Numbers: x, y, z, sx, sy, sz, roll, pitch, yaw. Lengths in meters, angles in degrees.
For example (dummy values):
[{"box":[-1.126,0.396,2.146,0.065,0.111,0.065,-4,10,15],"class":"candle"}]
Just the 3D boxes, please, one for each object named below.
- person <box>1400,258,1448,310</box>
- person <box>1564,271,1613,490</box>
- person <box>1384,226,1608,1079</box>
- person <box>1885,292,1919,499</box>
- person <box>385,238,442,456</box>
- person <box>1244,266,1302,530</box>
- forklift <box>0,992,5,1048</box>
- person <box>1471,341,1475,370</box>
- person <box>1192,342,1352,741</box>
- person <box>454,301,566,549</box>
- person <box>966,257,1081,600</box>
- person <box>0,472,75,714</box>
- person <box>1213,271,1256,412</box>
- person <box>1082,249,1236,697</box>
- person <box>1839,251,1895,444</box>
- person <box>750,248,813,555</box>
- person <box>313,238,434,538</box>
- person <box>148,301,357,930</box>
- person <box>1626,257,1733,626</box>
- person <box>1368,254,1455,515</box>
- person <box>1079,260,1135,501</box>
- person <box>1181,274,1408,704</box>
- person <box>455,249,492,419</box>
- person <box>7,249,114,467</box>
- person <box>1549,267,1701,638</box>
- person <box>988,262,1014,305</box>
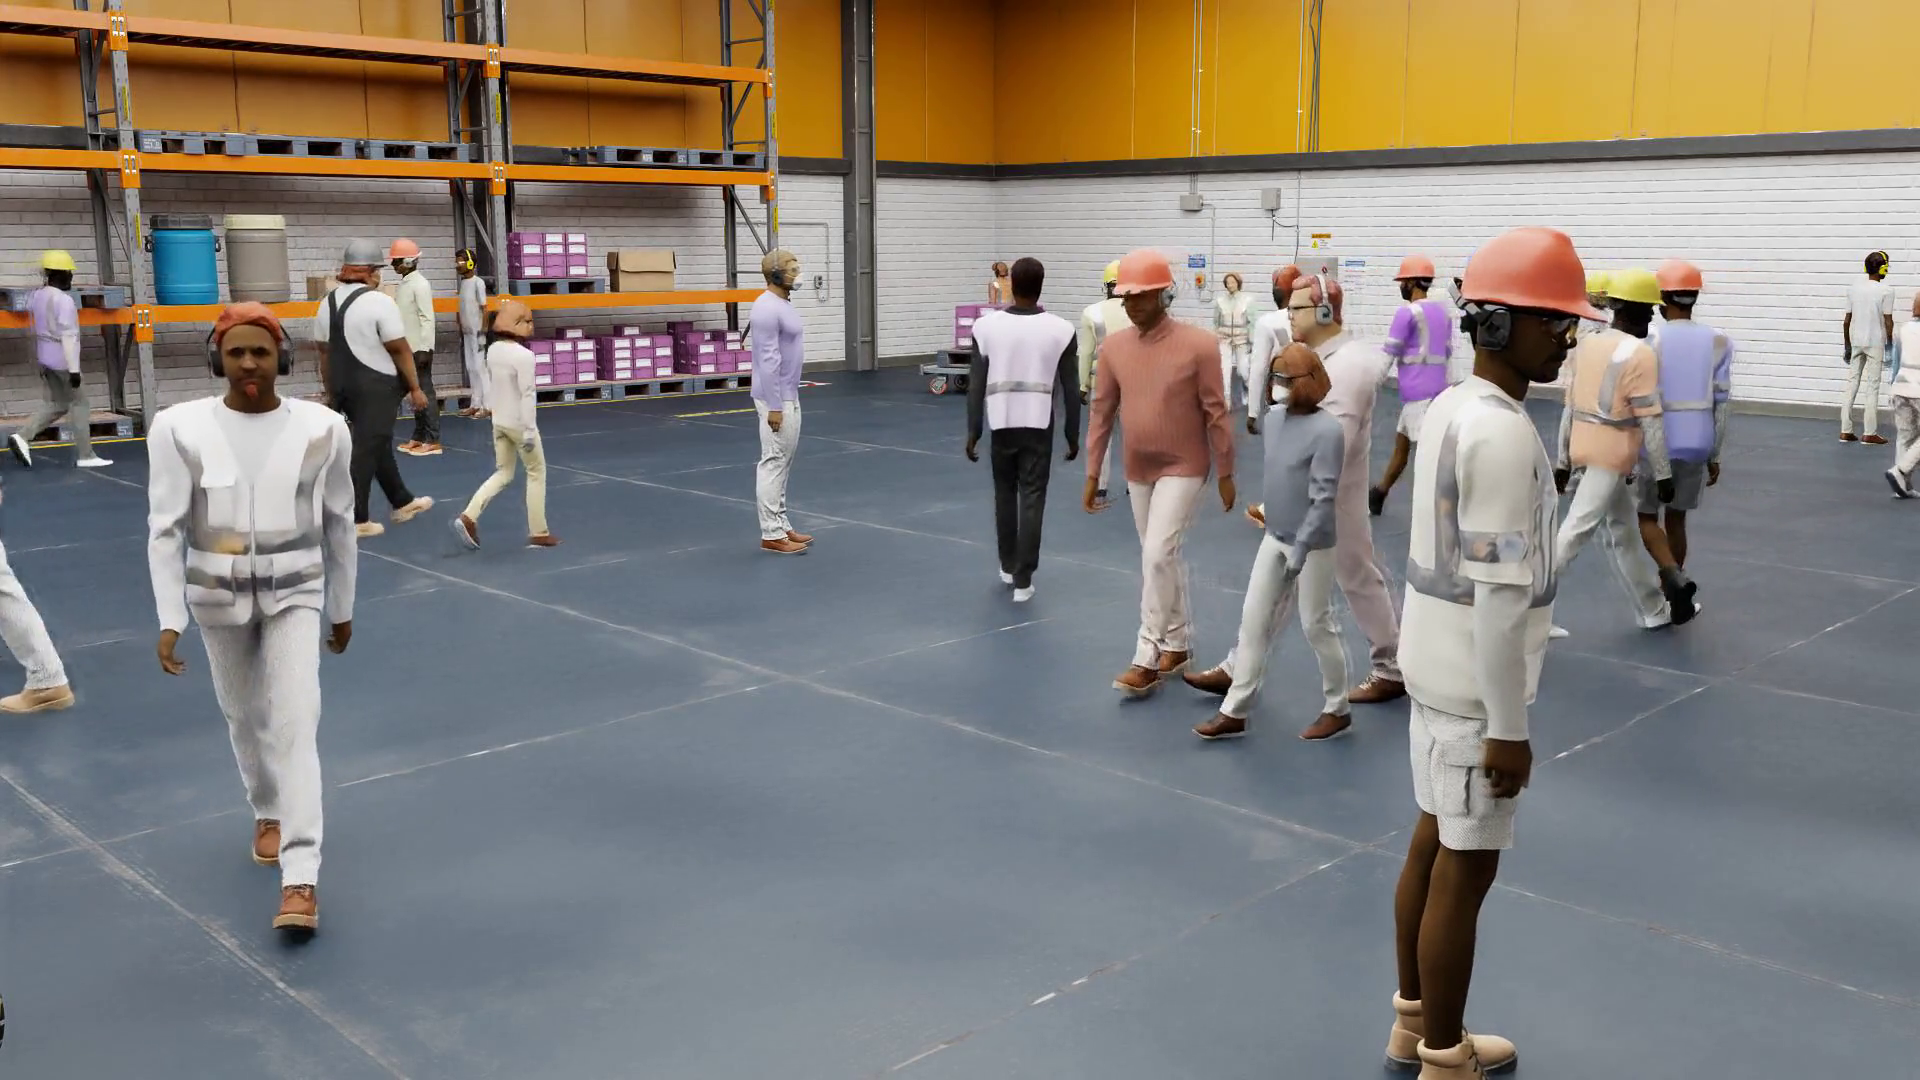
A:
[{"box":[5.153,-2.242,18.521,0.522,1.769,0.311,3,11,15],"class":"person"},{"box":[4.967,-1.228,13.050,0.288,1.746,0.487,-3,11,-16],"class":"person"},{"box":[1.202,0.322,3.793,0.394,2.040,0.609,1,10,7],"class":"person"},{"box":[7.243,-1.094,12.637,0.436,1.628,0.518,-4,11,-19],"class":"person"},{"box":[-5.050,-1.777,15.366,0.396,1.990,0.621,-7,12,-33],"class":"person"},{"box":[2.197,-0.895,11.040,0.594,1.820,1.015,-5,11,-24],"class":"person"},{"box":[-3.245,0.323,3.363,2.313,2.155,1.214,2,11,13],"class":"forklift"},{"box":[4.923,-1.696,15.119,0.689,1.924,0.618,-1,10,-4],"class":"person"},{"box":[1.316,0.026,6.572,0.629,1.608,0.521,-5,12,-25],"class":"person"},{"box":[-2.913,-0.716,10.642,0.504,1.616,0.683,9,13,39],"class":"person"},{"box":[0.375,-0.646,9.457,0.631,1.888,0.839,1,10,8],"class":"person"},{"box":[-4.249,-0.114,6.860,0.977,1.784,0.642,-6,12,-29],"class":"person"},{"box":[3.148,-2.265,19.038,0.513,1.619,0.601,4,11,20],"class":"person"},{"box":[0.827,-0.293,7.364,0.648,1.953,0.849,9,14,41],"class":"person"},{"box":[8.849,-1.867,16.192,0.328,1.872,0.514,-6,12,-29],"class":"person"},{"box":[-1.143,-0.880,10.622,0.369,1.940,0.631,1,10,4],"class":"person"},{"box":[-3.929,-1.067,11.365,0.693,2.000,0.971,8,13,36],"class":"person"},{"box":[-2.122,0.200,5.055,0.570,1.831,1.010,-4,11,-19],"class":"person"},{"box":[3.653,-0.467,8.455,0.556,1.920,0.692,0,10,1],"class":"person"},{"box":[3.134,-1.042,11.651,1.003,1.880,0.560,10,14,43],"class":"person"},{"box":[1.185,-1.209,12.702,0.603,1.830,0.404,-2,11,-10],"class":"person"},{"box":[1.512,-0.197,7.122,1.004,1.852,0.661,-2,11,-9],"class":"person"},{"box":[-5.398,-2.270,18.416,0.311,1.860,0.530,-9,14,-41],"class":"person"},{"box":[-7.831,-1.546,14.358,0.591,1.907,0.730,8,13,38],"class":"person"},{"box":[3.273,-0.422,8.332,1.057,1.865,0.588,-1,10,-5],"class":"person"},{"box":[0.606,-3.264,24.449,0.511,1.637,0.307,-10,14,-44],"class":"person"}]
